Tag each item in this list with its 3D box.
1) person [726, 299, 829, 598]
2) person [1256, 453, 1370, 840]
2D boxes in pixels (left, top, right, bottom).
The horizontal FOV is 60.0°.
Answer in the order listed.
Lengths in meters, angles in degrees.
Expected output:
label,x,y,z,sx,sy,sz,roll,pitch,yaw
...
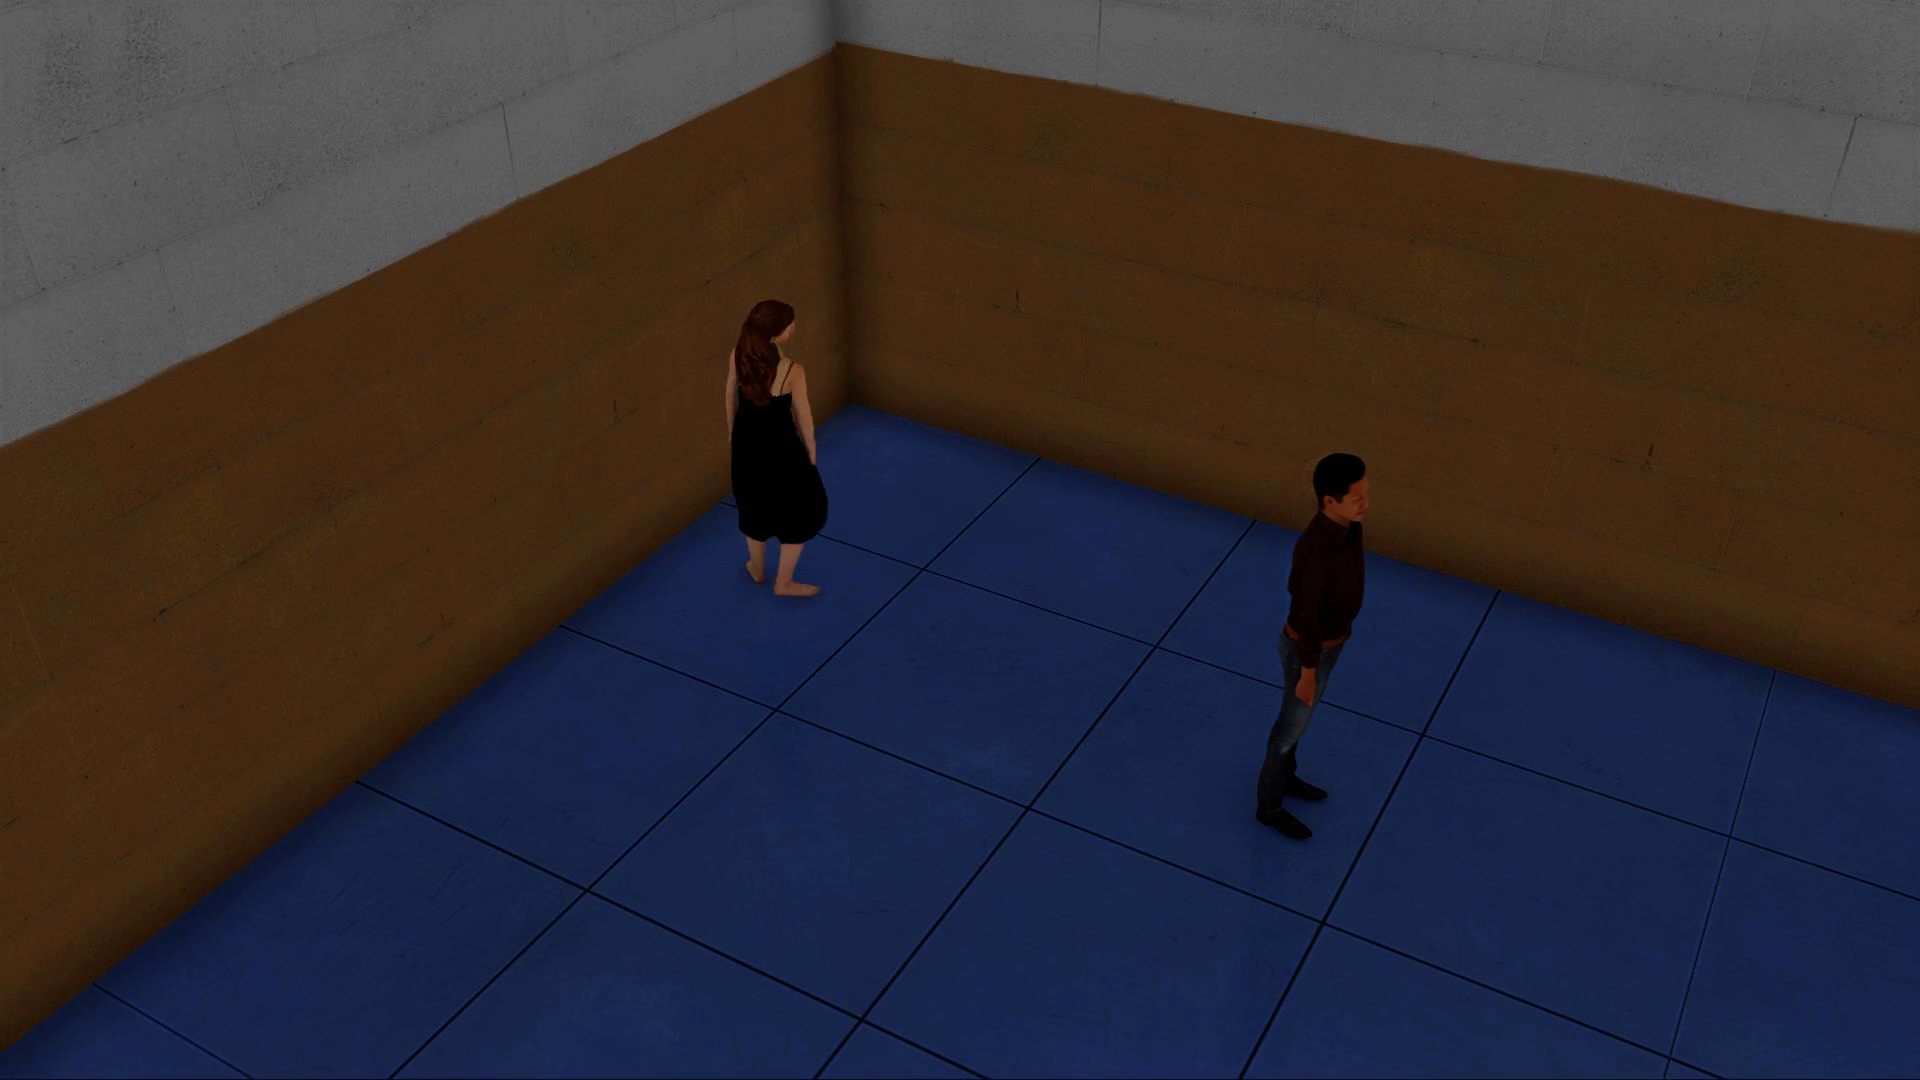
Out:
label,x,y,z,sx,sy,sz,roll,pitch,yaw
person,-0.970,-0.451,8.181,0.725,1.609,0.711,1,34,2
person,1.420,0.417,6.723,0.725,1.779,0.462,15,36,21
